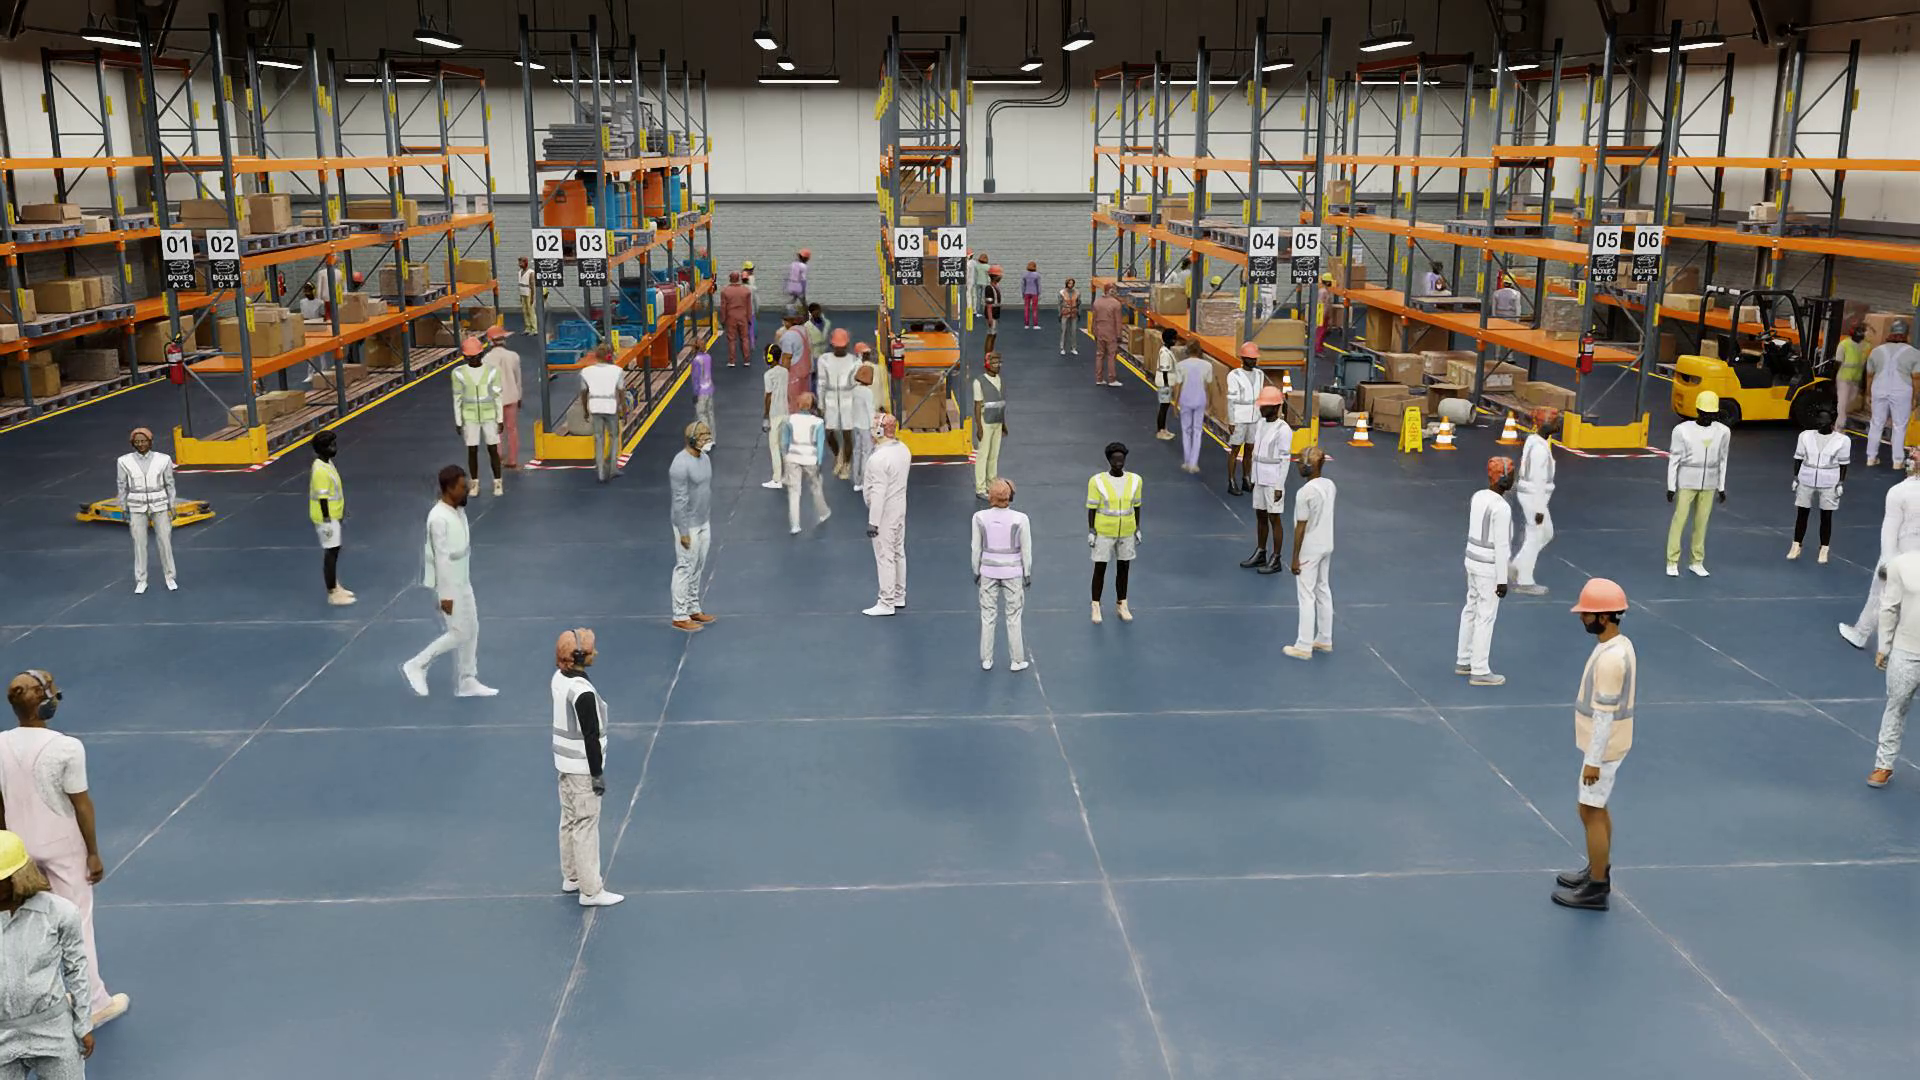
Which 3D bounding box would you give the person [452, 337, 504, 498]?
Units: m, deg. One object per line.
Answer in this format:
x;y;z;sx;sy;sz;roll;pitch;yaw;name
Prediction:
-5.995;-1.520;20.747;0.602;2.031;0.421;-3;14;-13;person

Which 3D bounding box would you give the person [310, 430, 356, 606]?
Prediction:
-6.060;-0.225;15.960;0.337;1.692;0.568;-5;14;-19;person

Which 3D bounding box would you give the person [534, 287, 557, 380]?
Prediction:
-7.832;-3.892;31.365;0.337;1.757;0.518;0;13;1;person

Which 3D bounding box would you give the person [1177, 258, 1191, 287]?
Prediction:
5.132;-5.534;38.134;0.658;1.842;0.414;-12;18;-40;person

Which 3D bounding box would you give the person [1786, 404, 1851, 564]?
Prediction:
9.044;-0.595;17.524;0.537;1.696;0.318;10;17;36;person

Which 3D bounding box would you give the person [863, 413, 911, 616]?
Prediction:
-0.706;-0.243;15.585;0.409;1.908;0.647;5;14;20;person

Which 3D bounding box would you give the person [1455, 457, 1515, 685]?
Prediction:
4.311;0.246;13.590;0.355;1.876;0.574;-2;13;-6;person

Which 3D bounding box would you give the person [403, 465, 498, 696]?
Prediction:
-4.045;0.347;13.097;0.593;1.899;0.612;0;13;1;person

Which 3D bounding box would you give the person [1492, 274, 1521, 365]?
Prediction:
11.030;-4.446;33.546;0.587;1.835;0.404;13;18;43;person

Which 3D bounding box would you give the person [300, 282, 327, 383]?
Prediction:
-12.056;-3.863;31.016;0.518;1.865;0.330;1;13;6;person

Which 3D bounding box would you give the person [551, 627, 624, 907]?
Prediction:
-2.184;1.306;9.596;0.307;1.640;0.521;-9;16;-33;person

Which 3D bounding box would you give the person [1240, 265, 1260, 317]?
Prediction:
7.442;-6.603;42.664;0.535;1.851;0.481;5;14;20;person

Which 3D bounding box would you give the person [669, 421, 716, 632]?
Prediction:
-2.412;-0.128;15.076;0.390;1.925;0.624;4;14;16;person

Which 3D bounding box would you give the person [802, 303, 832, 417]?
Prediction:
-2.380;-2.955;27.162;0.576;1.871;0.673;11;17;40;person

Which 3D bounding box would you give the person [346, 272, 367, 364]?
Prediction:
-12.022;-4.388;33.148;0.531;1.901;0.584;-2;13;-8;person

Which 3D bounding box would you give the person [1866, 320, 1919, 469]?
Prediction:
12.773;-2.004;22.755;0.535;2.000;0.683;-12;18;-40;person

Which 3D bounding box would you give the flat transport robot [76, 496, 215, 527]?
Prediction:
-9.567;-0.348;19.535;1.431;0.197;0.652;4;14;18;flat transport robot

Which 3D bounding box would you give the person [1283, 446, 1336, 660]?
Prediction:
3.017;0.105;14.278;0.502;1.838;0.346;-12;18;-42;person

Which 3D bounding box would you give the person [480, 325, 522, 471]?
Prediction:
-6.199;-1.911;22.517;0.628;1.975;0.458;-10;17;-37;person

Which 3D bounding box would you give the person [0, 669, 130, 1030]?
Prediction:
-4.481;1.532;8.196;0.506;1.846;0.350;1;13;6;person

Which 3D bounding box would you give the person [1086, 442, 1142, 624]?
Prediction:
1.422;-0.069;15.297;0.540;1.695;0.317;-3;14;-13;person

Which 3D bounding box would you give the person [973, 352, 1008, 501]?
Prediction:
0.372;-1.432;20.748;0.389;1.847;0.563;10;17;37;person

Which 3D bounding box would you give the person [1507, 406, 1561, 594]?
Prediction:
5.650;-0.379;16.233;0.411;1.870;0.617;3;14;12;person

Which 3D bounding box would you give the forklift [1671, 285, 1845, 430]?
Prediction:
12.503;-2.886;26.166;2.313;2.155;1.214;-1;13;-3;forklift

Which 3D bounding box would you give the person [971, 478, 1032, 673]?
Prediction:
0.347;0.298;13.862;0.513;1.641;0.309;3;14;14;person

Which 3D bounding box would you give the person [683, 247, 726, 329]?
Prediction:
-6.201;-6.072;40.102;0.969;2.001;0.644;2;13;10;person

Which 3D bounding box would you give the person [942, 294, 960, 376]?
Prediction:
-0.163;-4.097;31.962;0.353;1.883;0.578;3;14;11;person

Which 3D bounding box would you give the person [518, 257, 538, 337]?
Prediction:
-10.061;-5.661;38.696;0.558;1.836;0.395;12;18;42;person

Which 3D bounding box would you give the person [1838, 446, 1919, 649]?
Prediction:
8.025;0.117;14.145;0.679;1.856;0.975;-2;13;-7;person

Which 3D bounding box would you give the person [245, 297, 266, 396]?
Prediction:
-12.531;-3.417;29.381;0.300;1.744;0.483;2;13;8;person

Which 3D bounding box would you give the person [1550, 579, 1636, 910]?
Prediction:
3.664;1.166;9.592;0.389;1.923;0.549;6;14;23;person

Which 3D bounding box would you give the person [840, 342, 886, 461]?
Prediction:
-1.322;-1.868;22.925;0.921;1.687;0.583;12;18;41;person

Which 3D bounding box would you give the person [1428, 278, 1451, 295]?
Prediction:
10.116;-4.727;35.164;0.507;1.631;0.268;6;15;26;person
